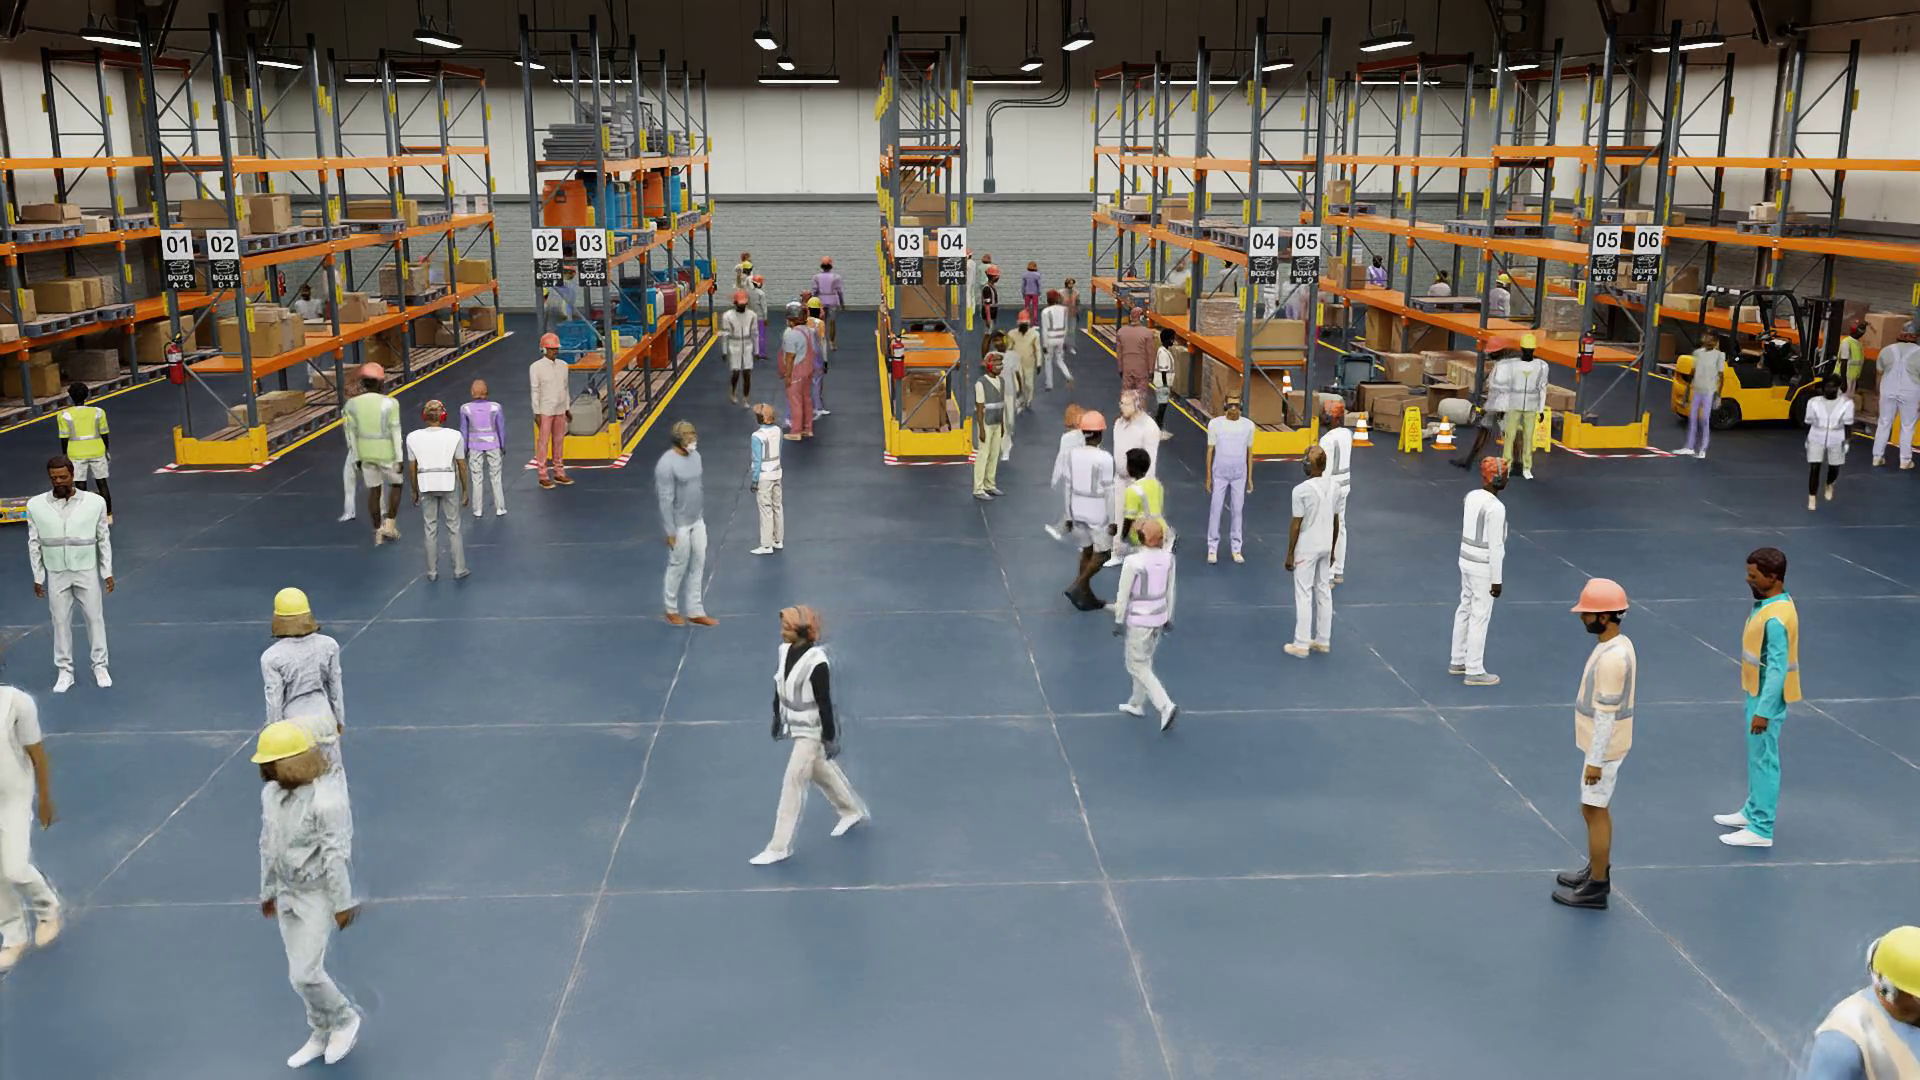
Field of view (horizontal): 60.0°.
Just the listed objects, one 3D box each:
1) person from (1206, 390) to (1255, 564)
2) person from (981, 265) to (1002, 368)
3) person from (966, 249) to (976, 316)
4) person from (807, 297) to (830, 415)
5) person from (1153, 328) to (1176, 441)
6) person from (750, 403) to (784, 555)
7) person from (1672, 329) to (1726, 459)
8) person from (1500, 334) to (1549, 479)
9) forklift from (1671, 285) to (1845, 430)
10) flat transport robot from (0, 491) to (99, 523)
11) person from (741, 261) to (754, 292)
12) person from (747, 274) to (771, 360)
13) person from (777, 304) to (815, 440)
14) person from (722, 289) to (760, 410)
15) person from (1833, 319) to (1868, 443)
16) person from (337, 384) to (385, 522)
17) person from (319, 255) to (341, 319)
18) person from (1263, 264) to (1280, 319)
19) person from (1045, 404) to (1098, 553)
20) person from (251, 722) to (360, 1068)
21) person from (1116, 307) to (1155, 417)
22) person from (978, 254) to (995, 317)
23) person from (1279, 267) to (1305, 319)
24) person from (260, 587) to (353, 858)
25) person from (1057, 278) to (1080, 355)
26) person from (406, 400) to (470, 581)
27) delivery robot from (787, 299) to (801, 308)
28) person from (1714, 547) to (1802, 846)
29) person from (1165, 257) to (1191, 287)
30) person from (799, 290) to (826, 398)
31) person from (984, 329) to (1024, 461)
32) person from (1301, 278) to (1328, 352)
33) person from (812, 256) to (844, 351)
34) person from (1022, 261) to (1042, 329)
[{"bbox_3d":[2.836,-0.662,17.490,0.504,1.847,0.344,0,13,0],"label":"person"},{"bbox_3d":[0.629,-4.457,33.184,0.415,2.032,0.604,2,14,10],"label":"person"},{"bbox_3d":[0.211,-6.683,43.218,0.349,1.743,0.563,6,15,24],"label":"person"},{"bbox_3d":[-2.392,-3.012,27.269,0.593,1.924,0.384,11,17,38],"label":"person"},{"bbox_3d":[3.057,-2.331,24.904,0.324,1.685,0.540,2,13,7],"label":"person"},{"bbox_3d":[-2.079,-0.661,17.926,0.308,1.641,0.516,6,15,24],"label":"person"},{"bbox_3d":[10.442,-2.070,23.500,0.300,1.837,0.703,-7,15,-28],"label":"person"},{"bbox_3d":[7.438,-1.763,21.973,0.587,1.930,0.359,3,14,11],"label":"person"},{"bbox_3d":[12.503,-2.886,26.166,2.313,2.155,1.214,-1,13,-3],"label":"forklift"},{"bbox_3d":[-10.860,-0.380,19.670,1.431,0.197,0.652,-7,15,-28],"label":"flat transport robot"},{"bbox_3d":[-4.843,-5.507,38.185,0.329,1.767,0.528,-2,13,-8],"label":"person"},{"bbox_3d":[-4.165,-4.608,34.397,0.563,1.753,0.327,12,18,41],"label":"person"},{"bbox_3d":[-2.478,-2.530,24.985,0.536,2.000,0.684,5,14,20],"label":"person"},{"bbox_3d":[-3.656,-3.184,27.789,0.645,2.025,0.489,-5,14,-21],"label":"person"},{"bbox_3d":[13.210,-2.373,24.754,0.389,1.838,0.563,12,18,42],"label":"person"},{"bbox_3d":[-7.035,-1.001,19.439,0.516,1.610,0.706,5,14,18],"label":"person"},{"bbox_3d":[-14.029,-5.380,37.219,0.421,1.971,0.709,-11,17,-39],"label":"person"},{"bbox_3d":[7.170,-5.580,38.258,0.359,1.880,0.575,-4,14,-17],"label":"person"},{"bbox_3d":[1.216,-0.685,18.123,0.886,1.581,0.514,13,18,43],"label":"person"},{"bbox_3d":[-3.105,1.680,7.818,0.501,1.727,0.380,8,16,31],"label":"person"},{"bbox_3d":[2.741,-2.653,25.793,0.643,1.910,0.411,8,16,31],"label":"person"},{"bbox_3d":[0.681,-6.581,43.041,0.502,1.629,0.286,11,17,38],"label":"person"},{"bbox_3d":[7.331,-5.137,36.656,0.530,1.756,0.408,12,18,40],"label":"person"},{"bbox_3d":[-3.977,1.137,10.090,0.319,1.741,0.492,11,17,39],"label":"person"},{"bbox_3d":[2.294,-4.735,35.213,0.520,1.633,0.316,-4,14,-16],"label":"person"},{"bbox_3d":[-5.246,-0.492,16.766,0.569,1.845,0.384,-2,13,-9],"label":"person"},{"bbox_3d":[-4.150,-5.839,41.986,0.477,0.478,0.707,-4,14,-16],"label":"delivery robot"},{"bbox_3d":[5.031,0.980,10.393,0.398,1.913,0.590,5,14,21],"label":"person"},{"bbox_3d":[5.036,-5.620,38.472,0.655,1.871,0.929,9,16,32],"label":"person"},{"bbox_3d":[-2.653,-3.389,28.917,0.651,1.906,0.400,-5,14,-21],"label":"person"},{"bbox_3d":[0.618,-2.070,23.489,0.566,1.832,0.801,-1,13,-3],"label":"person"},{"bbox_3d":[7.335,-4.589,34.461,0.515,1.698,0.954,6,15,24],"label":"person"},{"bbox_3d":[-2.857,-5.094,35.864,0.630,2.040,0.401,3,14,11],"label":"person"},{"bbox_3d":[1.738,-5.912,40.186,0.507,1.632,0.275,6,14,23],"label":"person"}]
